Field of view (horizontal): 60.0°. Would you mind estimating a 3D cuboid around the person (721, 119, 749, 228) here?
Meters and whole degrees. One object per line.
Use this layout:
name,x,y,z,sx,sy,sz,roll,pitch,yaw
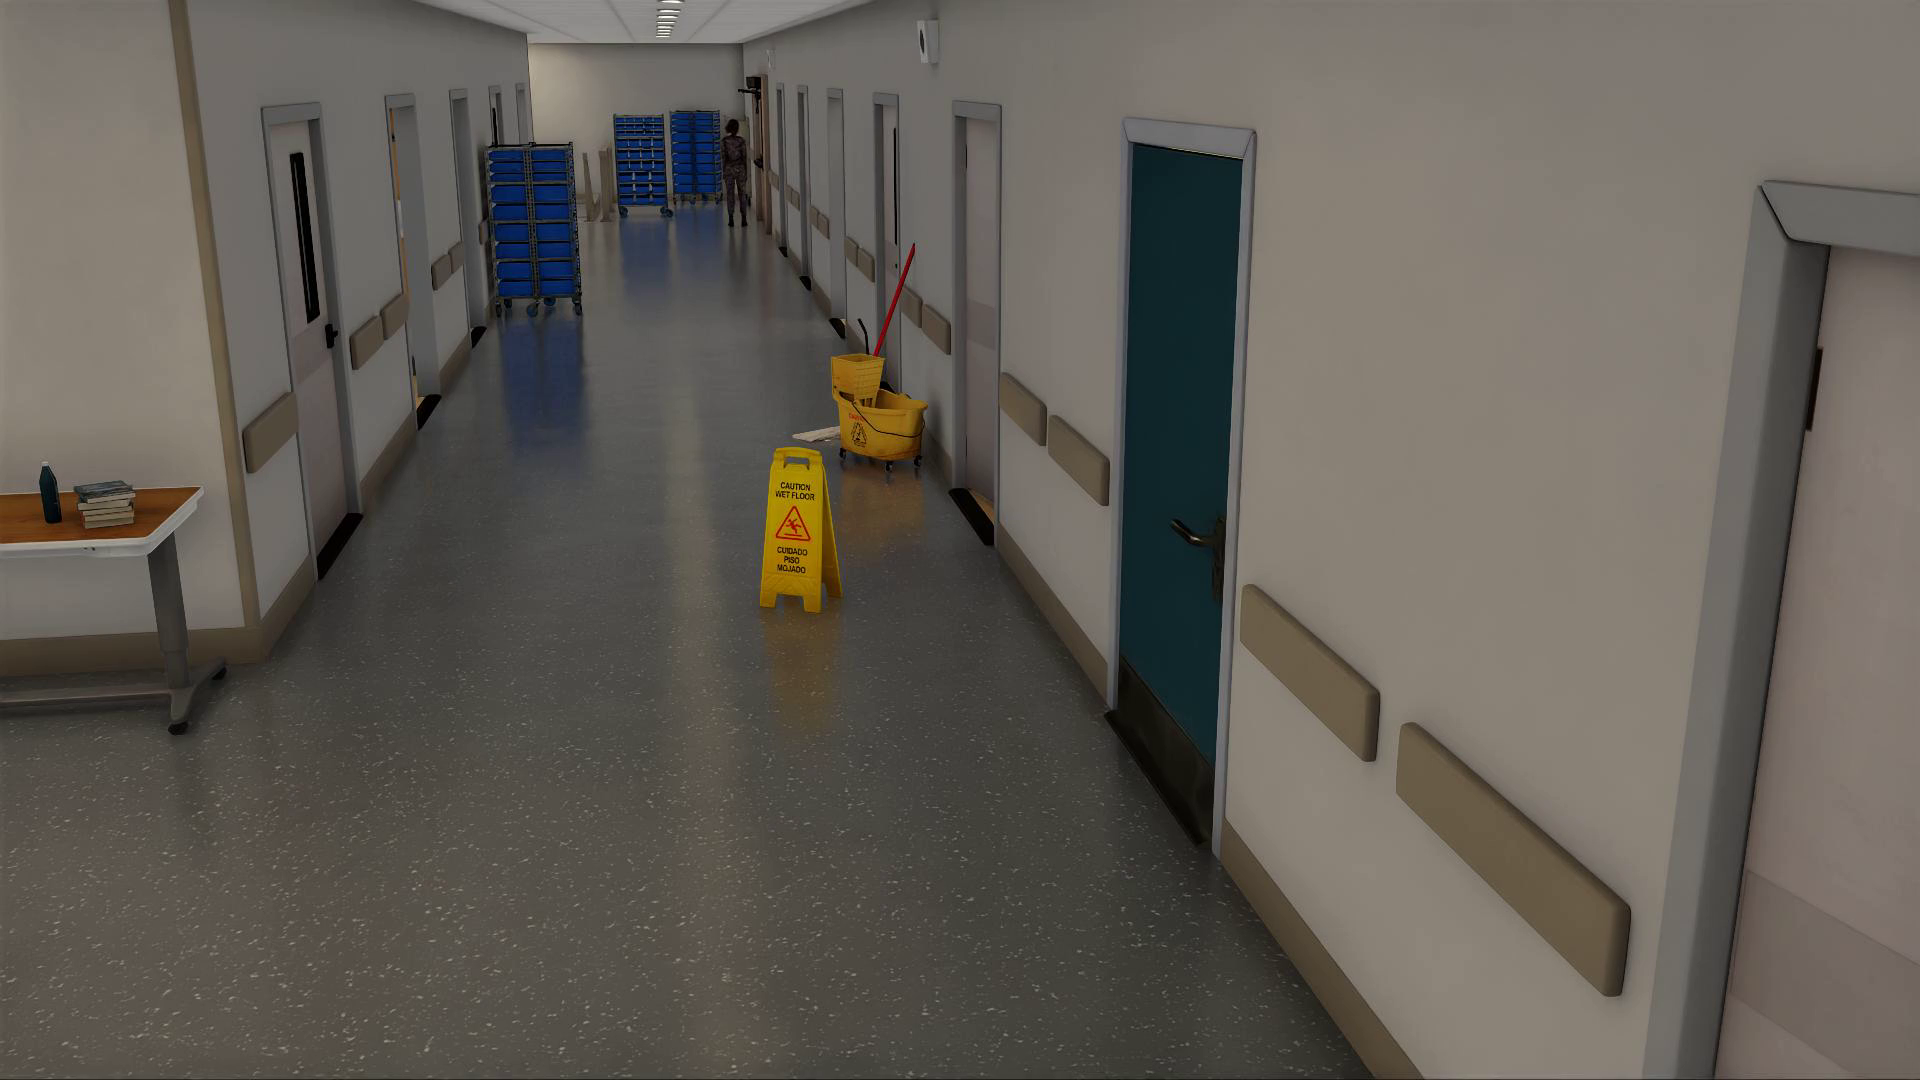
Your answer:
person,-3.689,-6.013,27.251,0.582,1.717,0.552,-2,16,-6
